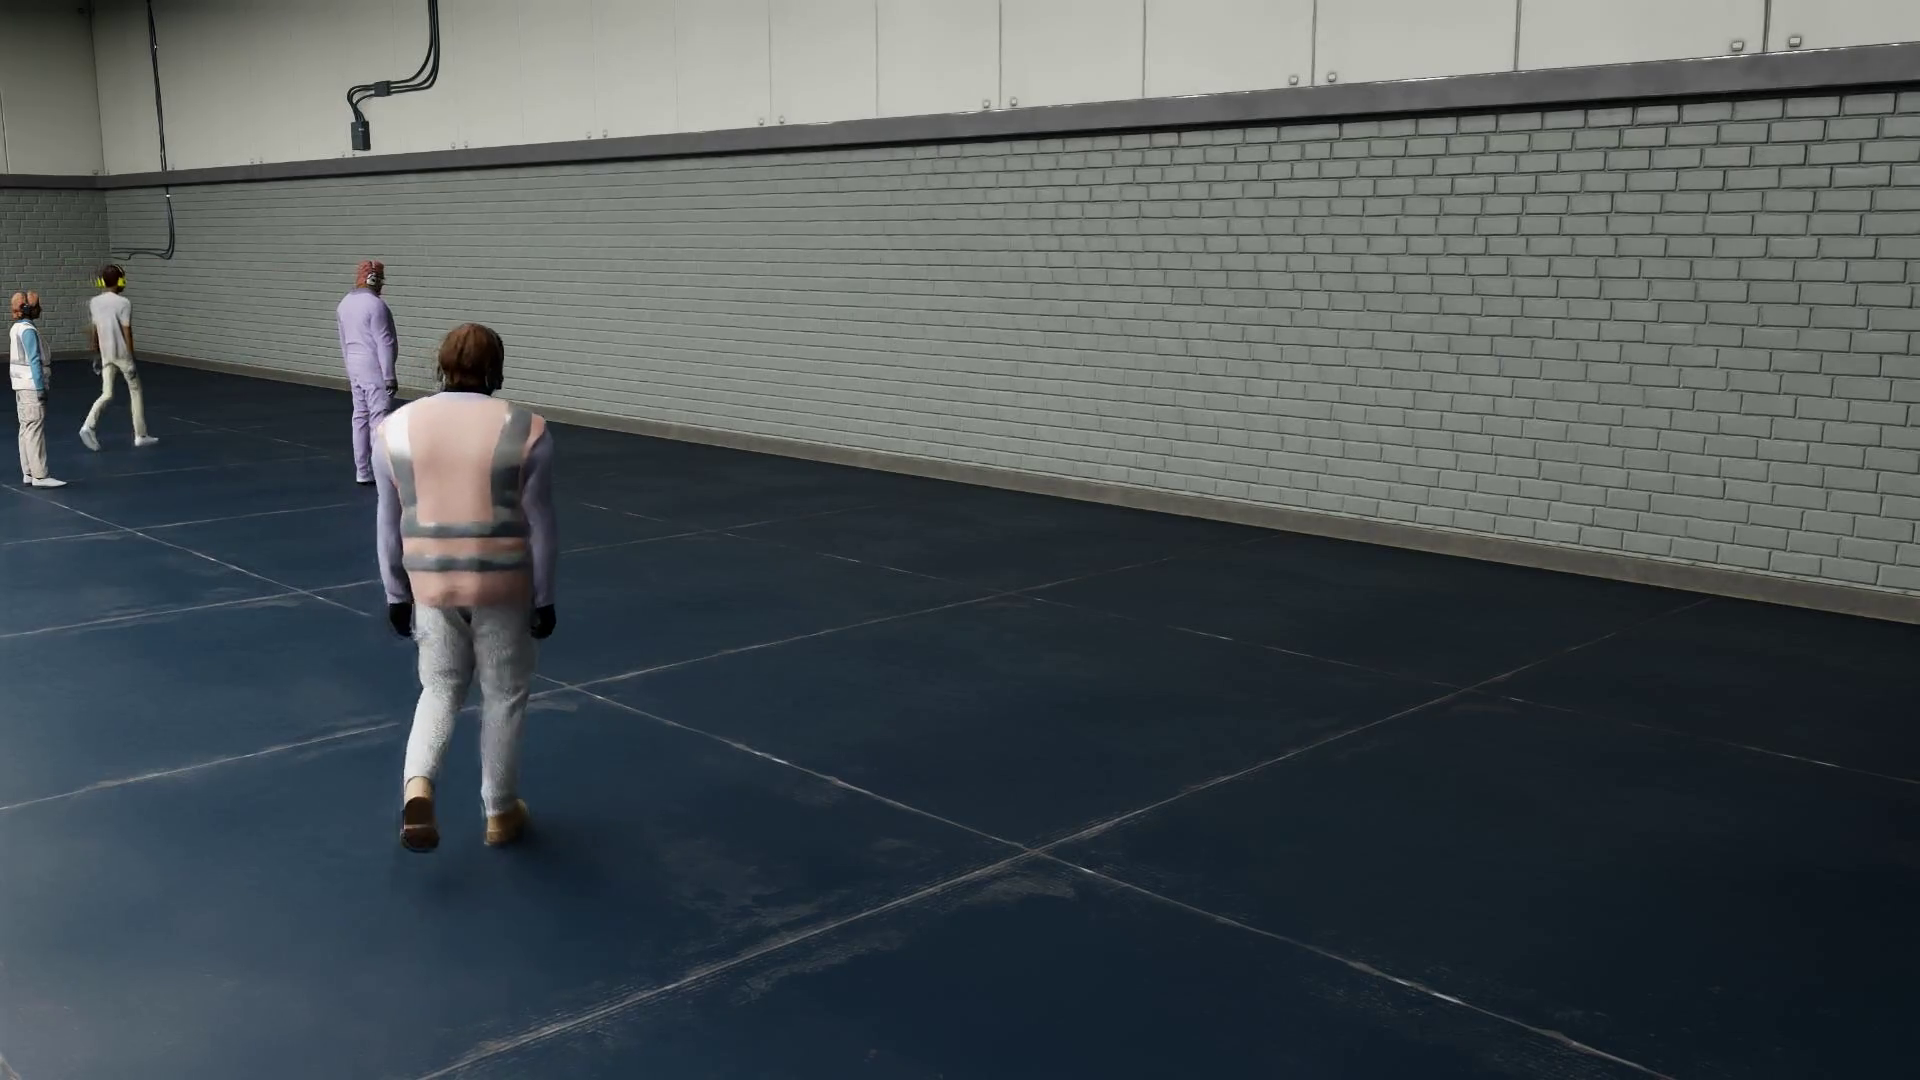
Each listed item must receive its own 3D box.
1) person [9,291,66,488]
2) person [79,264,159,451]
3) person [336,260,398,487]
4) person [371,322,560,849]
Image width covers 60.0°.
[{"bbox_3d":[-7.813,-1.264,14.010,0.312,1.642,0.512,-9,14,-40],"label":"person"},{"bbox_3d":[-8.440,-1.816,16.540,0.525,1.832,0.879,2,11,13],"label":"person"},{"bbox_3d":[-4.945,-1.402,14.061,0.636,1.902,0.405,9,14,39],"label":"person"},{"bbox_3d":[-1.666,0.181,5.646,0.622,1.825,0.611,0,10,3],"label":"person"}]
